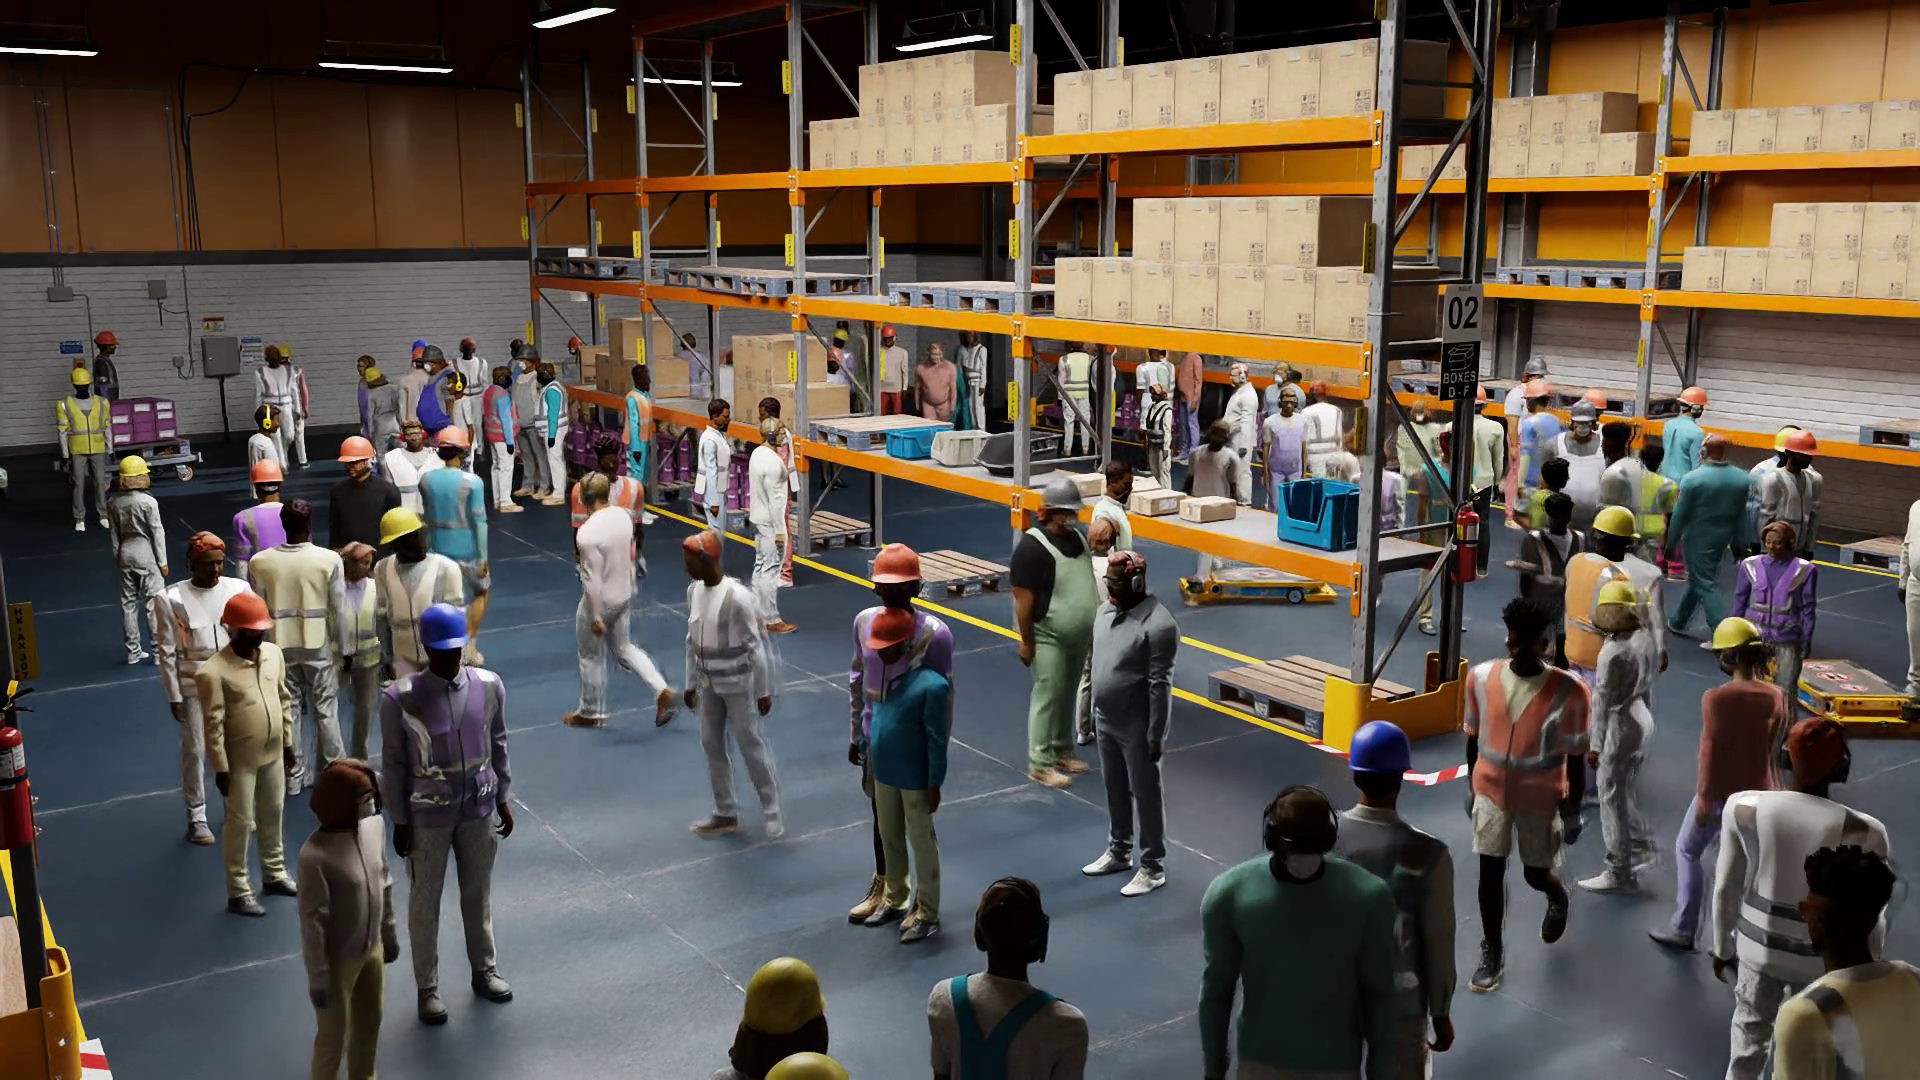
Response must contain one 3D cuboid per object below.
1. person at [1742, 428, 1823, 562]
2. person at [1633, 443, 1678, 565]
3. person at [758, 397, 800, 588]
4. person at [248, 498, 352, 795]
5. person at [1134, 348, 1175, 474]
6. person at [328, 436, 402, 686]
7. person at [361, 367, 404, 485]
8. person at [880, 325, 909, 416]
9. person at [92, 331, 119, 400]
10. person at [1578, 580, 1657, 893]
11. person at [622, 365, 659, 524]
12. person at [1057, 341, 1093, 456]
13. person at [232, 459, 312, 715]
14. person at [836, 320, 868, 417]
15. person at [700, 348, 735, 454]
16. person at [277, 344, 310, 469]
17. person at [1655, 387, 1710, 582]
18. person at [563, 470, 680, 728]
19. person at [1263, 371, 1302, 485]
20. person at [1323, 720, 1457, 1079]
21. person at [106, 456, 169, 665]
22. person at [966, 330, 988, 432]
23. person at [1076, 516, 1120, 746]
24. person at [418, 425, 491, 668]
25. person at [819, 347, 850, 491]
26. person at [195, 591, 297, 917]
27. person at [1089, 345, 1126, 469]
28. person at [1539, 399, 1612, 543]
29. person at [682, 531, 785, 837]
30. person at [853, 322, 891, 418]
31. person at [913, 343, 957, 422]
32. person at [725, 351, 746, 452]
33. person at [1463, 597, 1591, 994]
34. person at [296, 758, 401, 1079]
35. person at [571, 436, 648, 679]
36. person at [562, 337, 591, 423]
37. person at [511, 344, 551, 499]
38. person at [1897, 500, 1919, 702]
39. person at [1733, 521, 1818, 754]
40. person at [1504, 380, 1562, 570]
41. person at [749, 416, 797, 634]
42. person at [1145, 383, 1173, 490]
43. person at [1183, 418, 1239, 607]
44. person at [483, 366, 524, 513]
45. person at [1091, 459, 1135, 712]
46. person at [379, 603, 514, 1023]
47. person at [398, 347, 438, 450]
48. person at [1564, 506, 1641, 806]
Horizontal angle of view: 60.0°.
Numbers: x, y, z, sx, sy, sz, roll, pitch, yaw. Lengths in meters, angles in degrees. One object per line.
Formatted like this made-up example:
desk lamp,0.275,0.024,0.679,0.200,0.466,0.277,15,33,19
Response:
person,7.019,-0.013,14.240,0.589,1.918,0.397,8,14,36
person,6.233,-0.058,15.150,0.538,1.634,0.847,9,14,40
person,-1.818,-0.479,16.655,0.402,1.909,0.599,-3,12,-17
person,-4.203,0.687,10.649,0.591,1.918,0.383,-1,11,-4
person,2.792,-1.925,23.913,0.602,1.958,0.381,-3,11,-14
person,-4.680,0.168,13.108,0.622,1.992,0.393,2,11,9
person,-7.618,-1.458,22.199,0.513,1.699,0.583,7,13,33
person,-1.114,-2.380,26.147,0.612,1.995,0.376,1,11,8
person,-12.381,-2.021,24.225,0.401,2.039,0.611,-4,12,-22
person,3.619,1.080,9.167,0.602,1.707,0.411,-11,15,-43
person,-3.864,-1.161,20.118,0.407,1.916,0.607,0,11,1
person,1.794,-2.220,25.726,0.634,1.842,0.429,-2,11,-11
person,-5.065,0.364,12.303,0.548,1.925,0.392,-8,13,-34
person,-1.984,-3.079,30.177,0.809,1.830,0.519,11,15,44
person,-3.395,-1.737,23.160,0.662,1.875,0.806,-7,13,-33
person,-9.827,-1.941,24.317,0.589,1.833,0.404,-2,11,-11
person,7.353,-0.565,16.904,0.408,1.987,0.607,-3,11,-13
person,-2.475,0.447,11.904,0.844,1.920,0.632,4,12,22
person,4.394,-1.452,22.357,0.546,1.664,0.863,-10,15,-42
person,1.471,1.598,5.953,0.622,1.934,0.421,9,15,40
person,-6.769,0.169,13.753,0.485,1.744,0.293,2,11,11
person,0.252,-2.570,27.433,0.371,1.876,0.600,-6,13,-28
person,0.992,0.651,11.547,0.514,1.643,0.307,8,13,34
person,-4.067,0.066,13.558,0.623,2.024,0.475,3,12,16
person,-1.716,-1.641,22.515,0.354,1.939,0.545,7,13,30
person,-3.757,1.125,8.863,0.352,1.742,0.568,4,12,21
person,2.131,-2.000,24.087,0.535,2.000,0.681,0,11,-1
person,5.690,-0.289,15.330,0.676,2.000,0.536,3,12,16
person,-1.350,0.862,9.930,0.654,1.867,0.473,11,15,43
person,-1.607,-3.109,30.407,0.896,1.810,0.591,7,13,32
person,-0.370,-2.024,24.698,0.657,1.859,0.890,-1,11,-3
person,-3.558,-2.194,26.256,0.512,1.567,0.828,-6,13,-28
person,2.753,1.188,8.063,0.604,1.943,0.719,8,14,36
person,-2.391,1.638,6.546,0.297,1.625,0.517,3,11,16
person,-2.808,0.130,13.377,0.609,1.965,0.369,-7,13,-31
person,-6.170,-2.392,26.818,0.572,1.754,0.319,-11,15,-43
person,-5.657,-1.555,21.809,0.686,2.000,0.535,9,14,39
person,7.302,0.348,12.459,0.401,1.895,0.653,-4,12,-18
person,5.612,0.670,11.483,0.527,1.628,0.314,9,14,38
person,5.981,-0.638,17.156,0.622,2.022,0.645,-9,14,-38
person,-1.687,-0.134,14.801,0.354,1.937,0.635,-4,12,-22
person,2.484,-1.142,20.748,0.314,1.632,0.516,-5,12,-23
person,2.420,-0.290,15.966,0.568,1.808,0.797,7,13,33
person,-5.731,-1.264,20.859,0.430,1.839,0.638,-7,13,-31
person,1.116,0.343,12.428,0.391,1.913,0.587,2,11,9
person,-2.370,1.241,7.738,0.604,1.949,0.384,-9,14,-39
person,-7.034,-1.533,21.847,0.620,1.986,0.409,-3,12,-17
person,4.016,0.728,10.462,0.394,1.913,0.591,-3,11,-13
